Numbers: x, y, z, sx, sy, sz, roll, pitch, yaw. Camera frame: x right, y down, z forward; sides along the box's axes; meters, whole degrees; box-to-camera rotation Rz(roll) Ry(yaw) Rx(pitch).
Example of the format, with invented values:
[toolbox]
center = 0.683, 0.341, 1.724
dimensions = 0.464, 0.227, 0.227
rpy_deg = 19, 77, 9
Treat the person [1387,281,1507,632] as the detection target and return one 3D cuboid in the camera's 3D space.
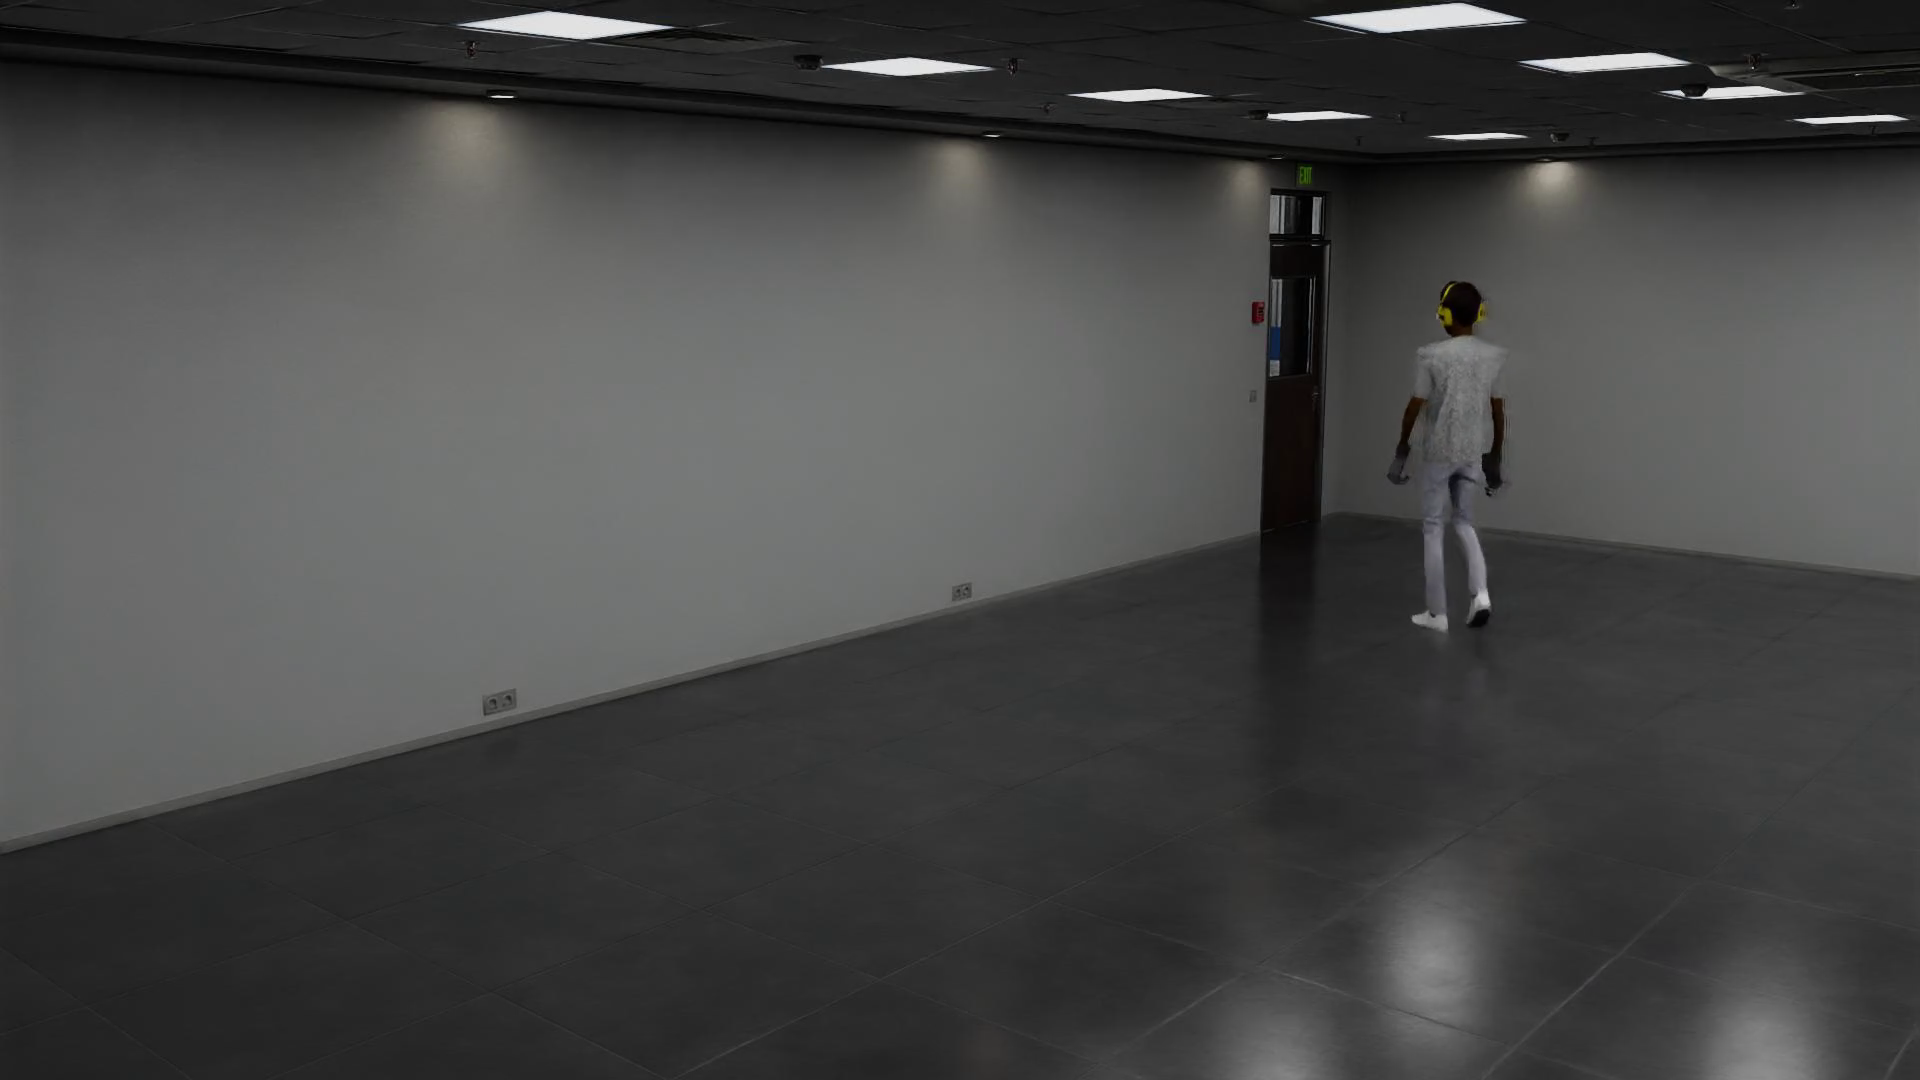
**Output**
[person]
center = 2.556, -0.421, 8.704
dimensions = 0.532, 1.850, 0.458
rpy_deg = -2, 10, -11
